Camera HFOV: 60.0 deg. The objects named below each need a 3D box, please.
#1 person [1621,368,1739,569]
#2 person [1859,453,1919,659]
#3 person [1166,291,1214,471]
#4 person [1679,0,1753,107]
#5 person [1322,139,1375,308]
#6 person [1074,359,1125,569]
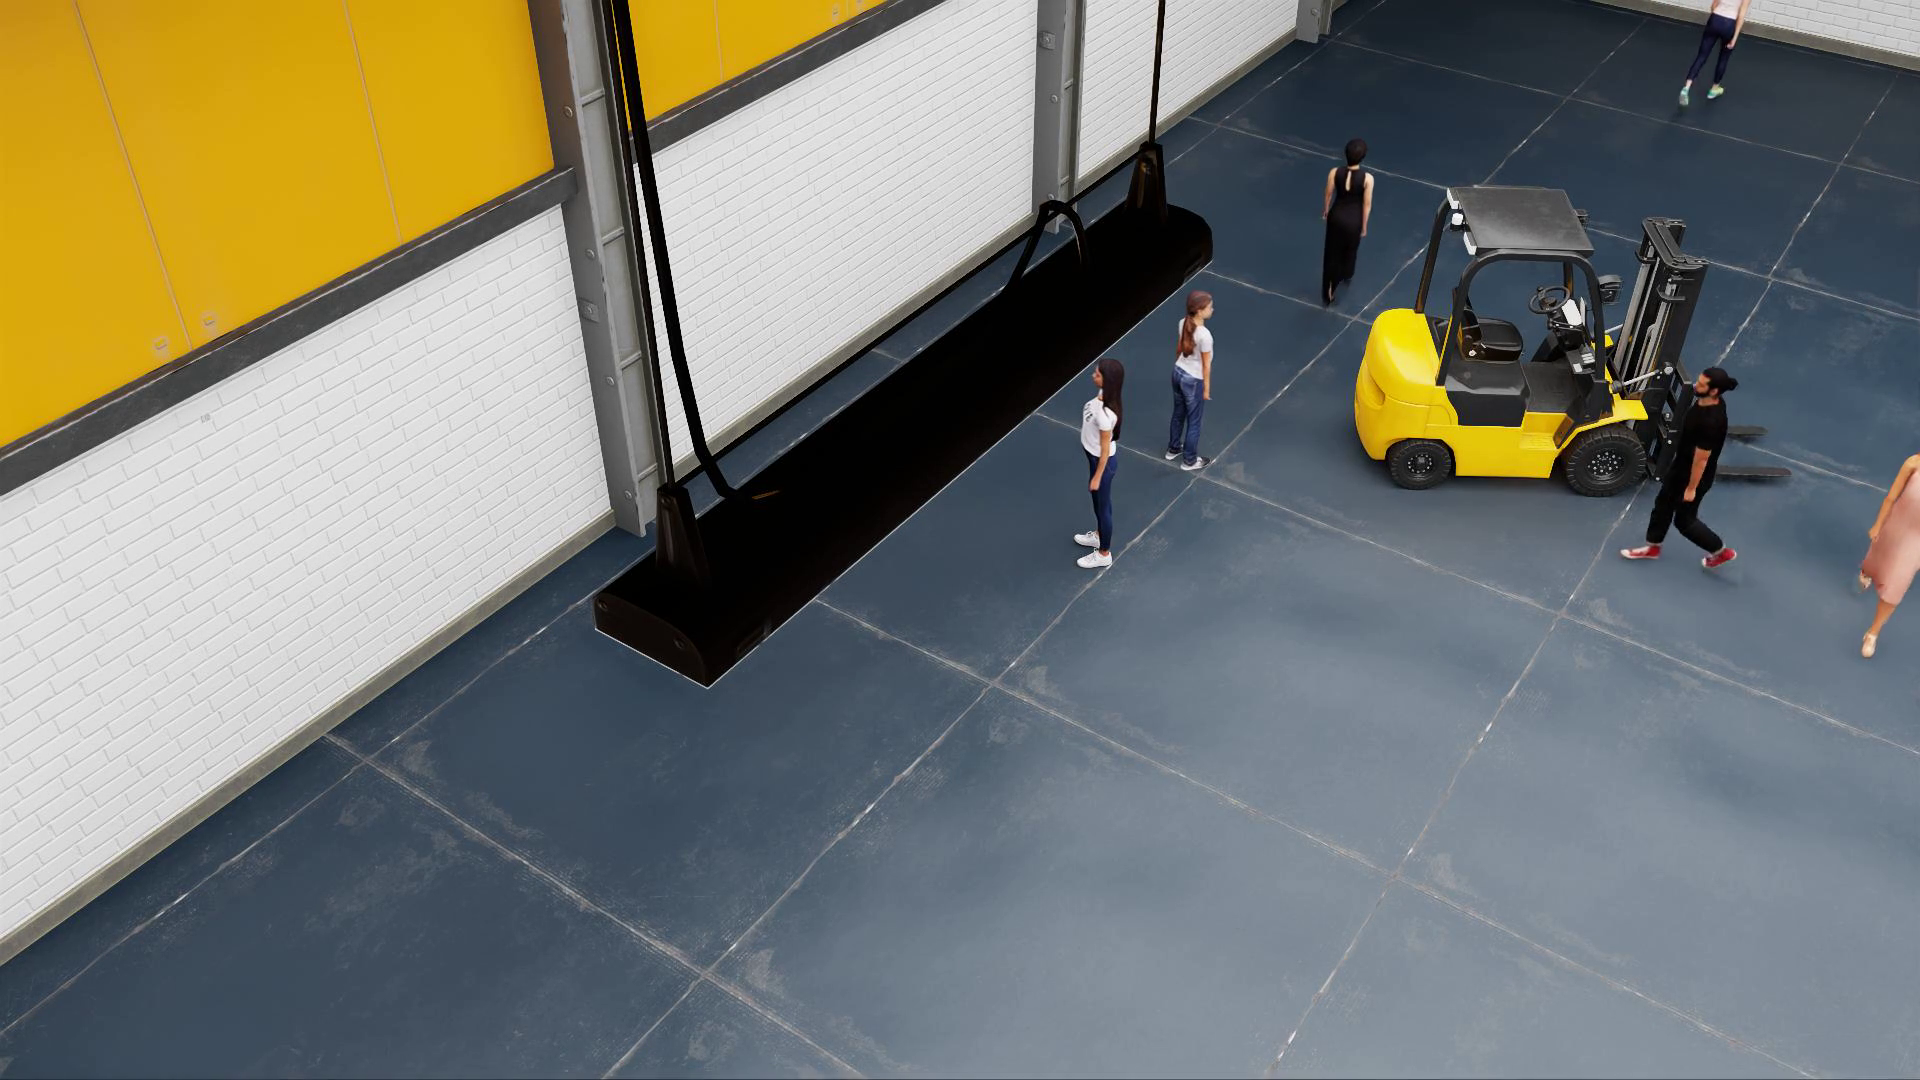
[{"bbox_3d":[5.411,-0.474,12.095,0.939,1.735,1.026,9,40,11],"label":"person"},{"bbox_3d":[6.569,-0.102,11.571,0.694,1.807,1.120,17,42,20],"label":"person"},{"bbox_3d":[1.841,-1.286,13.250,0.638,1.563,0.620,-21,43,-24],"label":"person"},{"bbox_3d":[8.492,-5.690,18.673,1.159,1.676,0.755,-31,48,-33],"label":"person"},{"bbox_3d":[3.491,-2.856,15.209,0.734,1.571,0.993,14,41,17],"label":"person"},{"bbox_3d":[1.048,-0.570,12.184,0.728,1.774,0.617,3,39,4],"label":"person"}]
